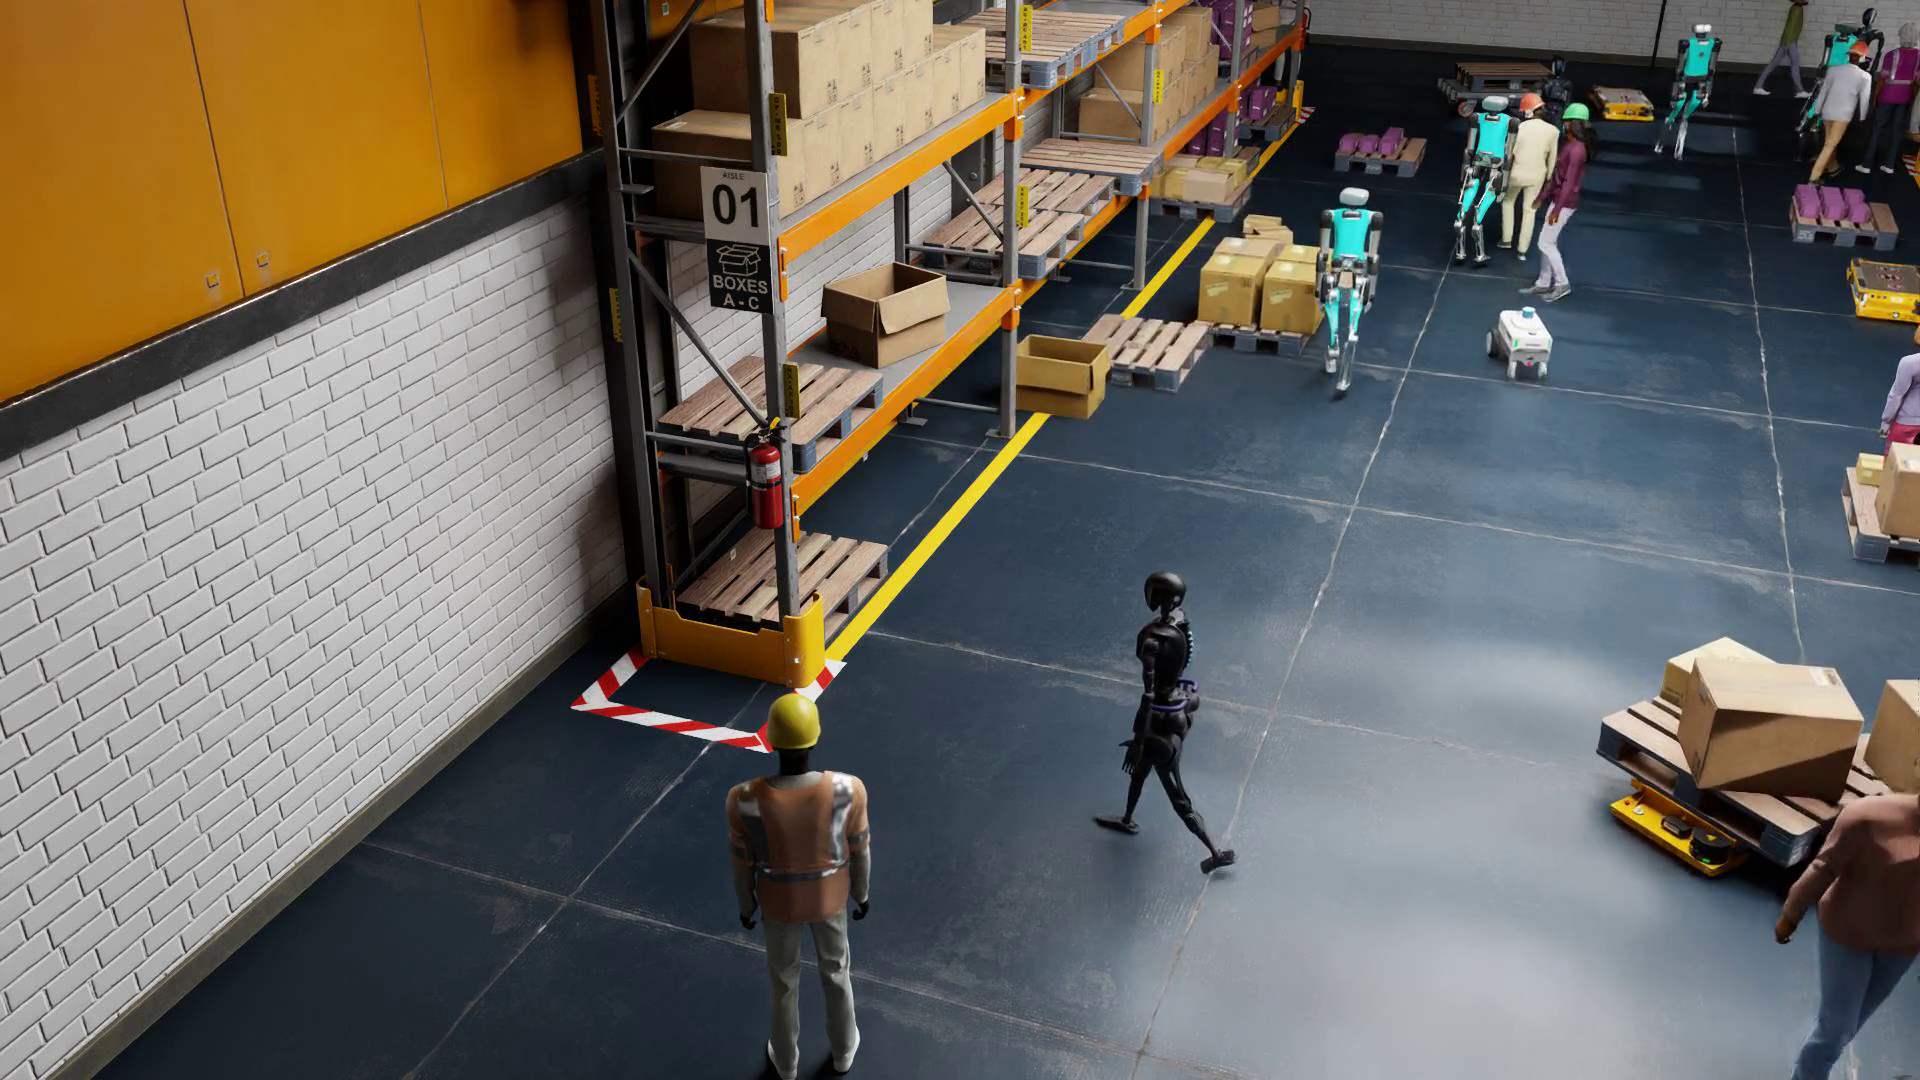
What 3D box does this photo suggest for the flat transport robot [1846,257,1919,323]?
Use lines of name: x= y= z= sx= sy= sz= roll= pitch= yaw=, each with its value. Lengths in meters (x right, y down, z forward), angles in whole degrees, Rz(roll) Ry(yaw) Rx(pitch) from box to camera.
flat transport robot: x=9.265 y=-2.490 z=16.581 sx=0.659 sy=0.231 sz=1.431 roll=10 pitch=29 yaw=19

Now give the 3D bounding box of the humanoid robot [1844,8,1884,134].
humanoid robot: x=12.114 y=-6.369 z=22.571 sx=0.602 sy=1.638 sz=0.488 roll=19 pitch=33 yaw=33

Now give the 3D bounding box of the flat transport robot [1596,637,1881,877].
flat transport robot: x=4.302 y=1.378 z=9.078 sx=1.431 sy=0.231 sz=0.659 roll=-15 pitch=31 yaw=-27

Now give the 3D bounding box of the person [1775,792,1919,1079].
person: x=3.709 y=1.664 z=6.700 sx=0.671 sy=1.946 sz=0.737 roll=3 pitch=27 yaw=6

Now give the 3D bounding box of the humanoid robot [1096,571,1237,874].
humanoid robot: x=1.087 y=0.930 z=8.486 sx=0.822 sy=1.639 sz=0.591 roll=12 pitch=30 yaw=22

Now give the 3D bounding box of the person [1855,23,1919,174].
person: x=11.605 y=-5.477 z=20.667 sx=0.508 sy=1.838 sz=0.345 roll=1 pitch=27 yaw=3

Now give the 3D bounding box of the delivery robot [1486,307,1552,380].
delivery robot: x=5.053 y=-1.805 z=14.906 sx=0.499 sy=0.564 sz=0.739 roll=2 pitch=27 yaw=5

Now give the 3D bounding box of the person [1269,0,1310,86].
person: x=4.977 y=-7.885 z=25.225 sx=0.627 sy=1.939 sz=0.374 roll=-3 pitch=27 yaw=-6

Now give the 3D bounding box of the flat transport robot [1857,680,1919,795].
flat transport robot: x=5.333 y=1.564 z=8.717 sx=0.659 sy=0.231 sz=1.431 roll=0 pitch=27 yaw=0

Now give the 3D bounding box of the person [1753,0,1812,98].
person: x=12.297 y=-7.350 z=24.561 sx=0.846 sy=1.581 sz=0.513 roll=9 pitch=29 yaw=16

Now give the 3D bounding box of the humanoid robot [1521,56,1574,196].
humanoid robot: x=6.979 y=-4.922 z=19.791 sx=0.595 sy=1.625 sz=0.731 roll=-4 pitch=28 yaw=-7

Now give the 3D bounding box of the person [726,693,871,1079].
person: x=-0.667 y=1.493 z=7.046 sx=0.586 sy=1.927 sz=0.361 roll=-5 pitch=28 yaw=-9

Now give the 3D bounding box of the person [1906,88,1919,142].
person: x=13.076 y=-6.262 z=22.181 sx=0.620 sy=1.845 sz=0.430 roll=-13 pitch=30 yaw=-23

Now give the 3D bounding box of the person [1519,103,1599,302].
person: x=5.904 y=-3.317 z=16.386 sx=0.553 sy=1.913 sz=0.560 roll=6 pitch=28 yaw=12

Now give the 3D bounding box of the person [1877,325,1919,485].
person: x=6.824 y=-0.839 z=11.896 sx=0.498 sy=1.629 sz=0.288 roll=-2 pitch=27 yaw=-5

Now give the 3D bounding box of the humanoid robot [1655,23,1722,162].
humanoid robot: x=9.250 y=-5.718 z=21.327 sx=0.547 sy=1.867 sz=0.822 roll=0 pitch=27 yaw=0

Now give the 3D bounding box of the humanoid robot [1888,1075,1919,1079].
humanoid robot: x=3.048 y=2.418 z=5.526 sx=0.414 sy=1.640 sz=0.608 roll=9 pitch=29 yaw=17

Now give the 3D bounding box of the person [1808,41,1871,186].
person: x=10.777 y=-5.200 z=20.265 sx=0.879 sy=1.704 sz=0.569 roll=-15 pitch=31 yaw=-27

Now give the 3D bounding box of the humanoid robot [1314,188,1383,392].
humanoid robot: x=3.273 y=-2.055 z=14.176 sx=0.533 sy=1.735 sz=1.045 roll=6 pitch=28 yaw=11

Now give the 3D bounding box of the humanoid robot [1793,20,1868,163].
humanoid robot: x=10.923 y=-5.628 z=21.047 sx=0.711 sy=1.776 sz=0.530 roll=-15 pitch=31 yaw=-27

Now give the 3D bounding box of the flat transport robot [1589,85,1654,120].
flat transport robot: x=9.512 y=-6.277 z=23.926 sx=0.659 sy=0.231 sz=1.431 roll=5 pitch=28 yaw=9

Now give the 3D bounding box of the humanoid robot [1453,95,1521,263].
humanoid robot: x=5.339 y=-3.682 z=17.143 sx=0.533 sy=1.679 sz=0.735 roll=19 pitch=33 yaw=32

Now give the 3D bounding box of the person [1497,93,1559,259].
person: x=6.017 y=-3.897 z=17.720 sx=0.613 sy=1.712 sz=0.643 roll=1 pitch=27 yaw=1
